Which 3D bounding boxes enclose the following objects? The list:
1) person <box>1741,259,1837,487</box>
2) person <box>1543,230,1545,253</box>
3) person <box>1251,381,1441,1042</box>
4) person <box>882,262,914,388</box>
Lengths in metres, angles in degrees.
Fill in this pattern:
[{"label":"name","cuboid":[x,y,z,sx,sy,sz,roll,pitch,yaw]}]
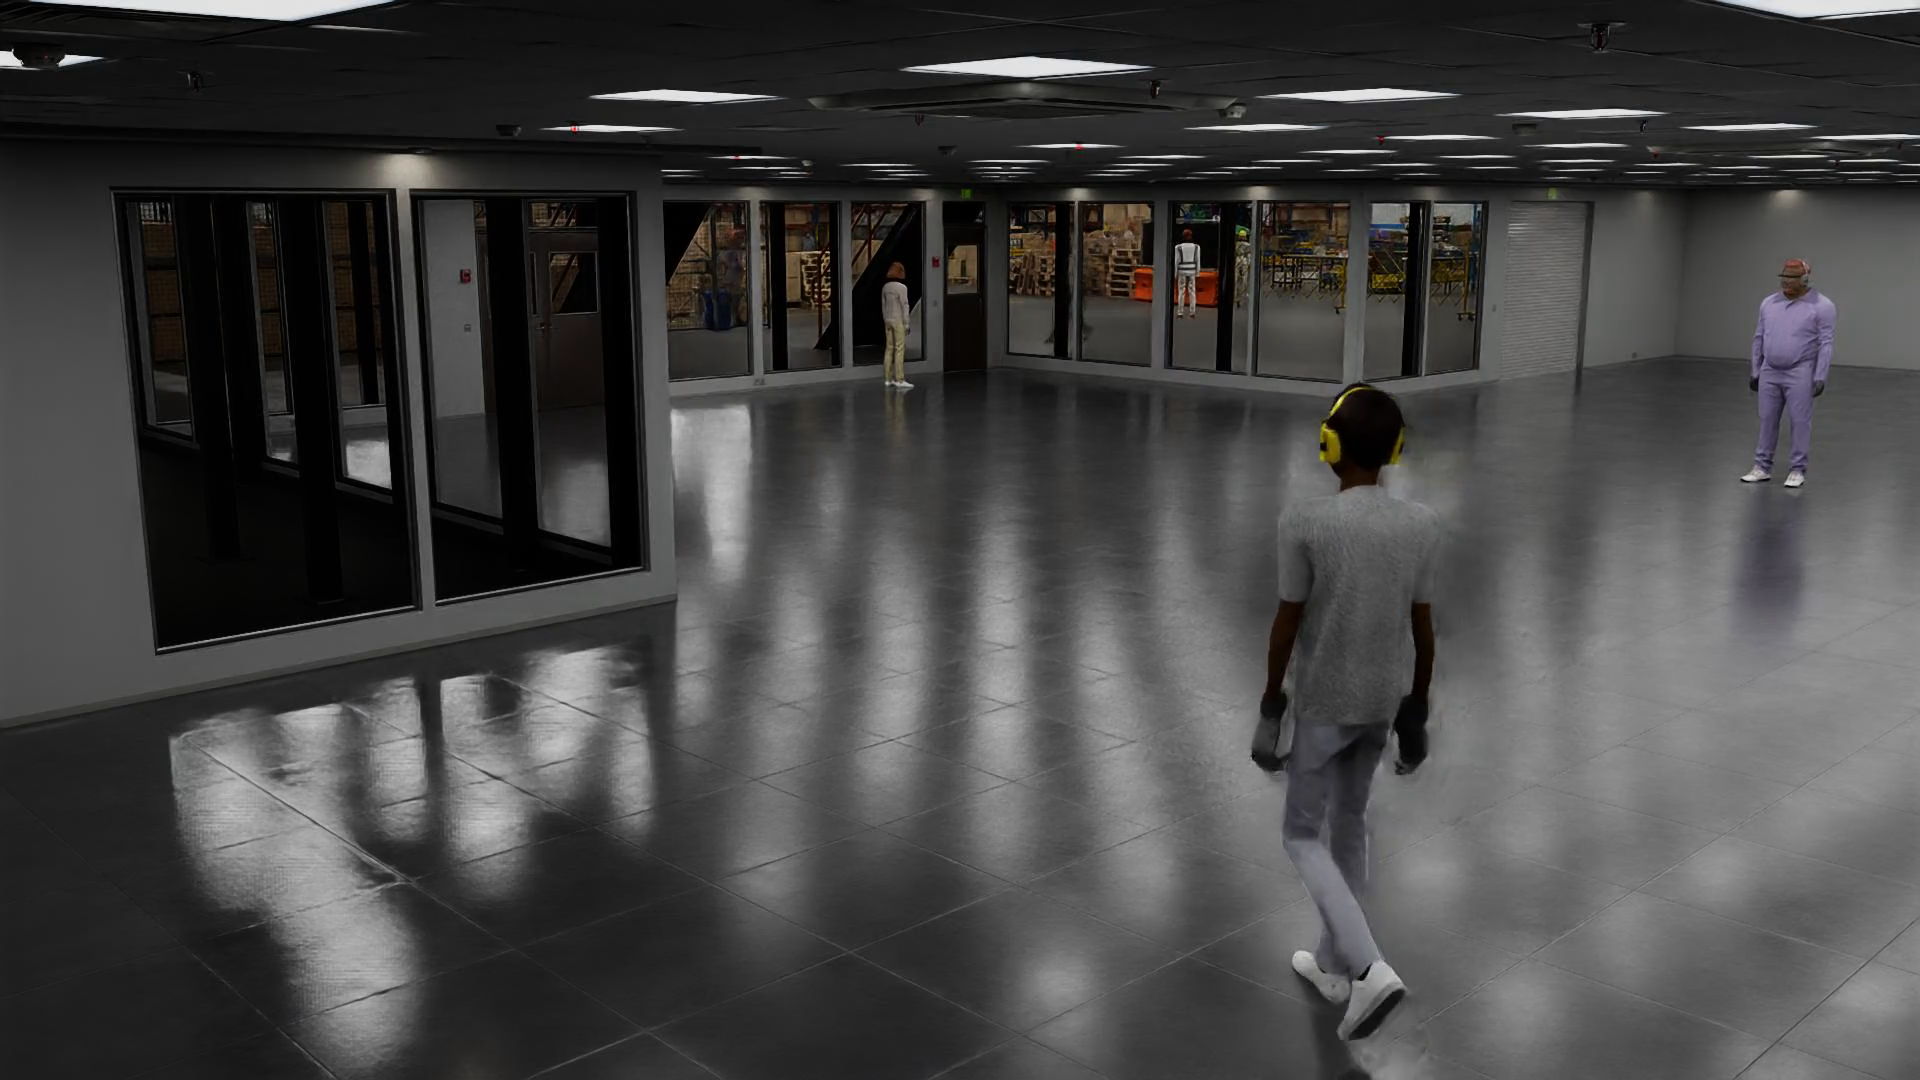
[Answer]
[{"label":"person","cuboid":[6.948,-1.398,13.974,0.400,1.905,0.645,-8,14,-36]},{"label":"person","cuboid":[17.893,-8.894,51.505,0.565,1.924,0.653,-9,14,-38]},{"label":"person","cuboid":[1.101,0.491,4.659,0.528,1.851,0.636,-4,12,-17]},{"label":"person","cuboid":[-0.823,-2.801,21.684,0.280,1.632,0.505,-9,15,-39]}]
